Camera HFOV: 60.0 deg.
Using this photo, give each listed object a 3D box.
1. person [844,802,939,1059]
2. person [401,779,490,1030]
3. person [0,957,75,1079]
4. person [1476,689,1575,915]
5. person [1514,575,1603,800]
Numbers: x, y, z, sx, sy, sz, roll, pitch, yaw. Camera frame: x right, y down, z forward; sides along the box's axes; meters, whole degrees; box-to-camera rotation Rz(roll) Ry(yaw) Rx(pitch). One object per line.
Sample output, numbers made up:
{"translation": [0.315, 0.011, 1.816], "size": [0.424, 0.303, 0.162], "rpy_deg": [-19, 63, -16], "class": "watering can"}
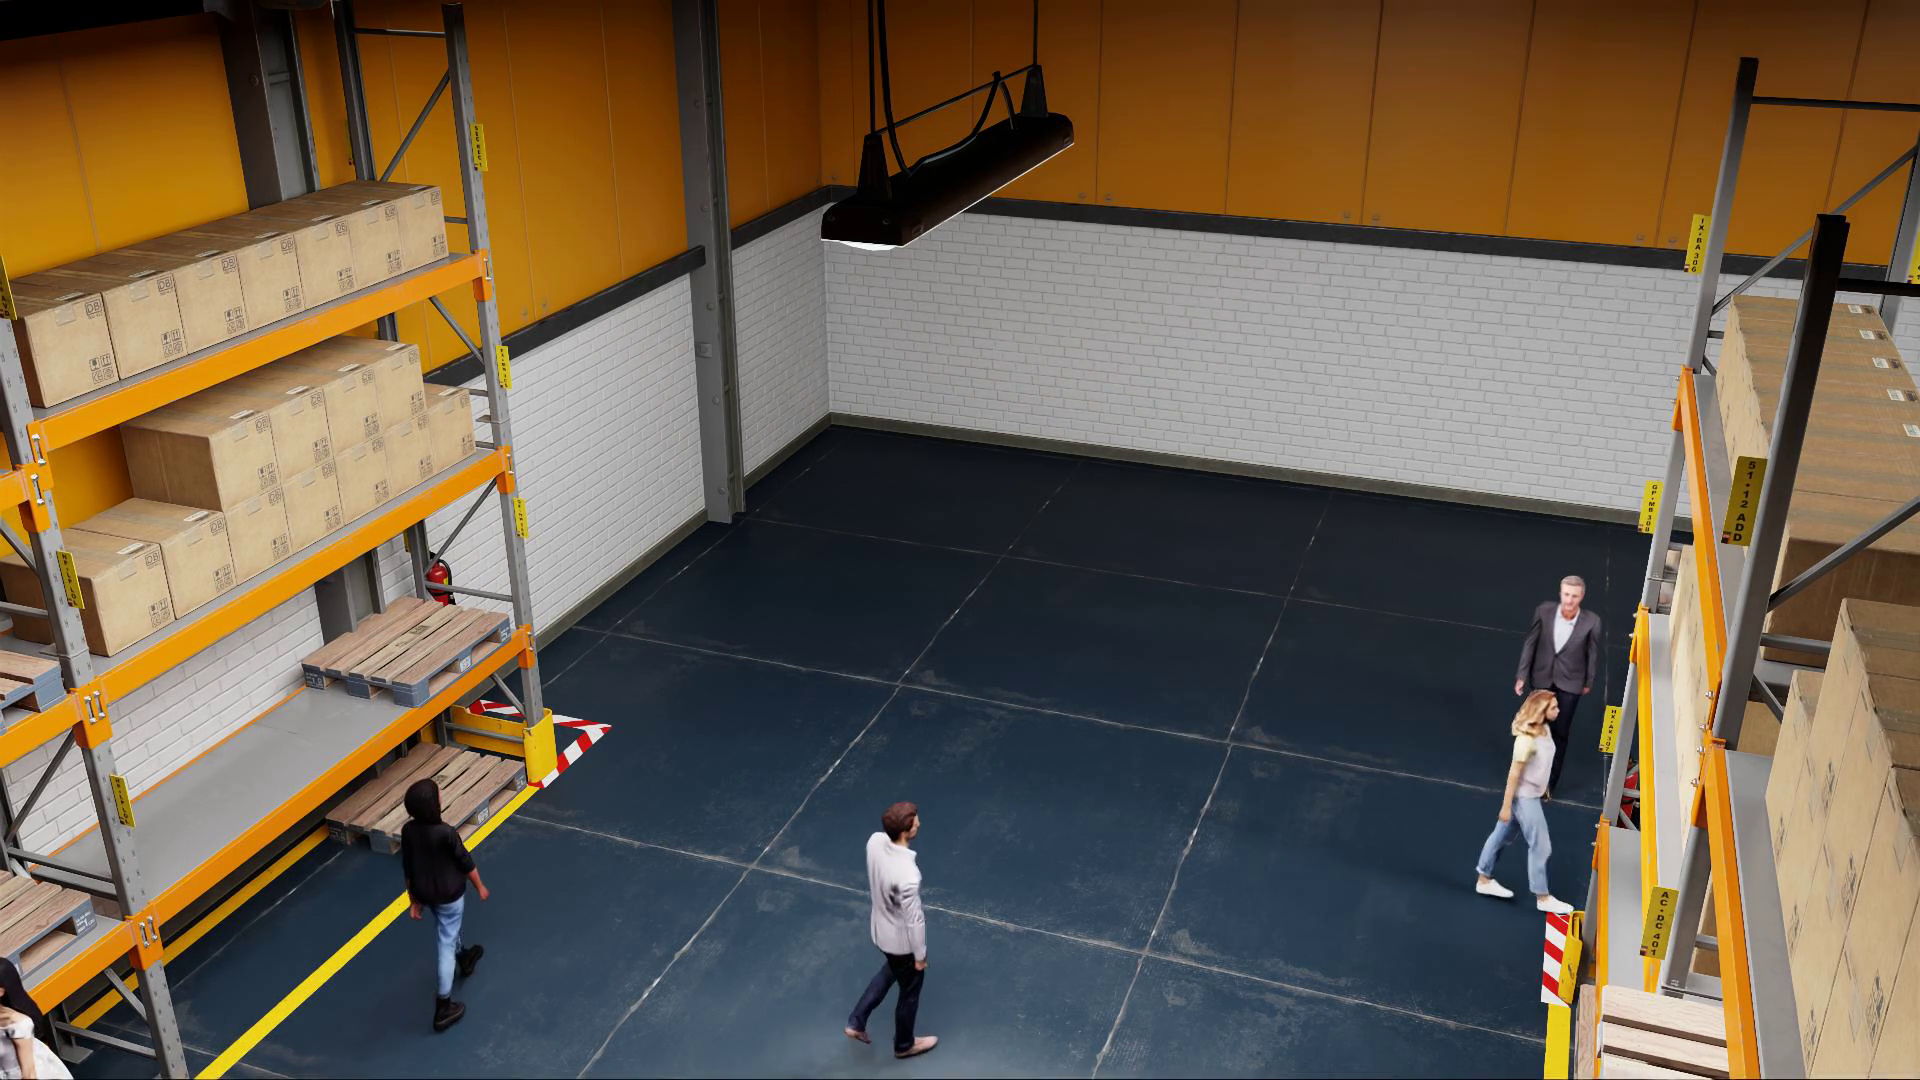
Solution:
{"translation": [-0.455, 2.410, 10.119], "size": [0.997, 1.833, 0.927], "rpy_deg": [-14, 27, -29], "class": "person"}
{"translation": [-3.328, 2.324, 10.512], "size": [0.616, 1.676, 0.977], "rpy_deg": [8, 25, 17], "class": "person"}
{"translation": [-4.974, 2.966, 8.926], "size": [0.803, 1.769, 0.777], "rpy_deg": [-18, 29, -35], "class": "person"}
{"translation": [3.868, 1.792, 11.696], "size": [0.803, 1.701, 0.924], "rpy_deg": [13, 27, 28], "class": "person"}
{"translation": [4.736, 1.083, 13.195], "size": [0.877, 1.801, 1.222], "rpy_deg": [14, 27, 29], "class": "person"}
